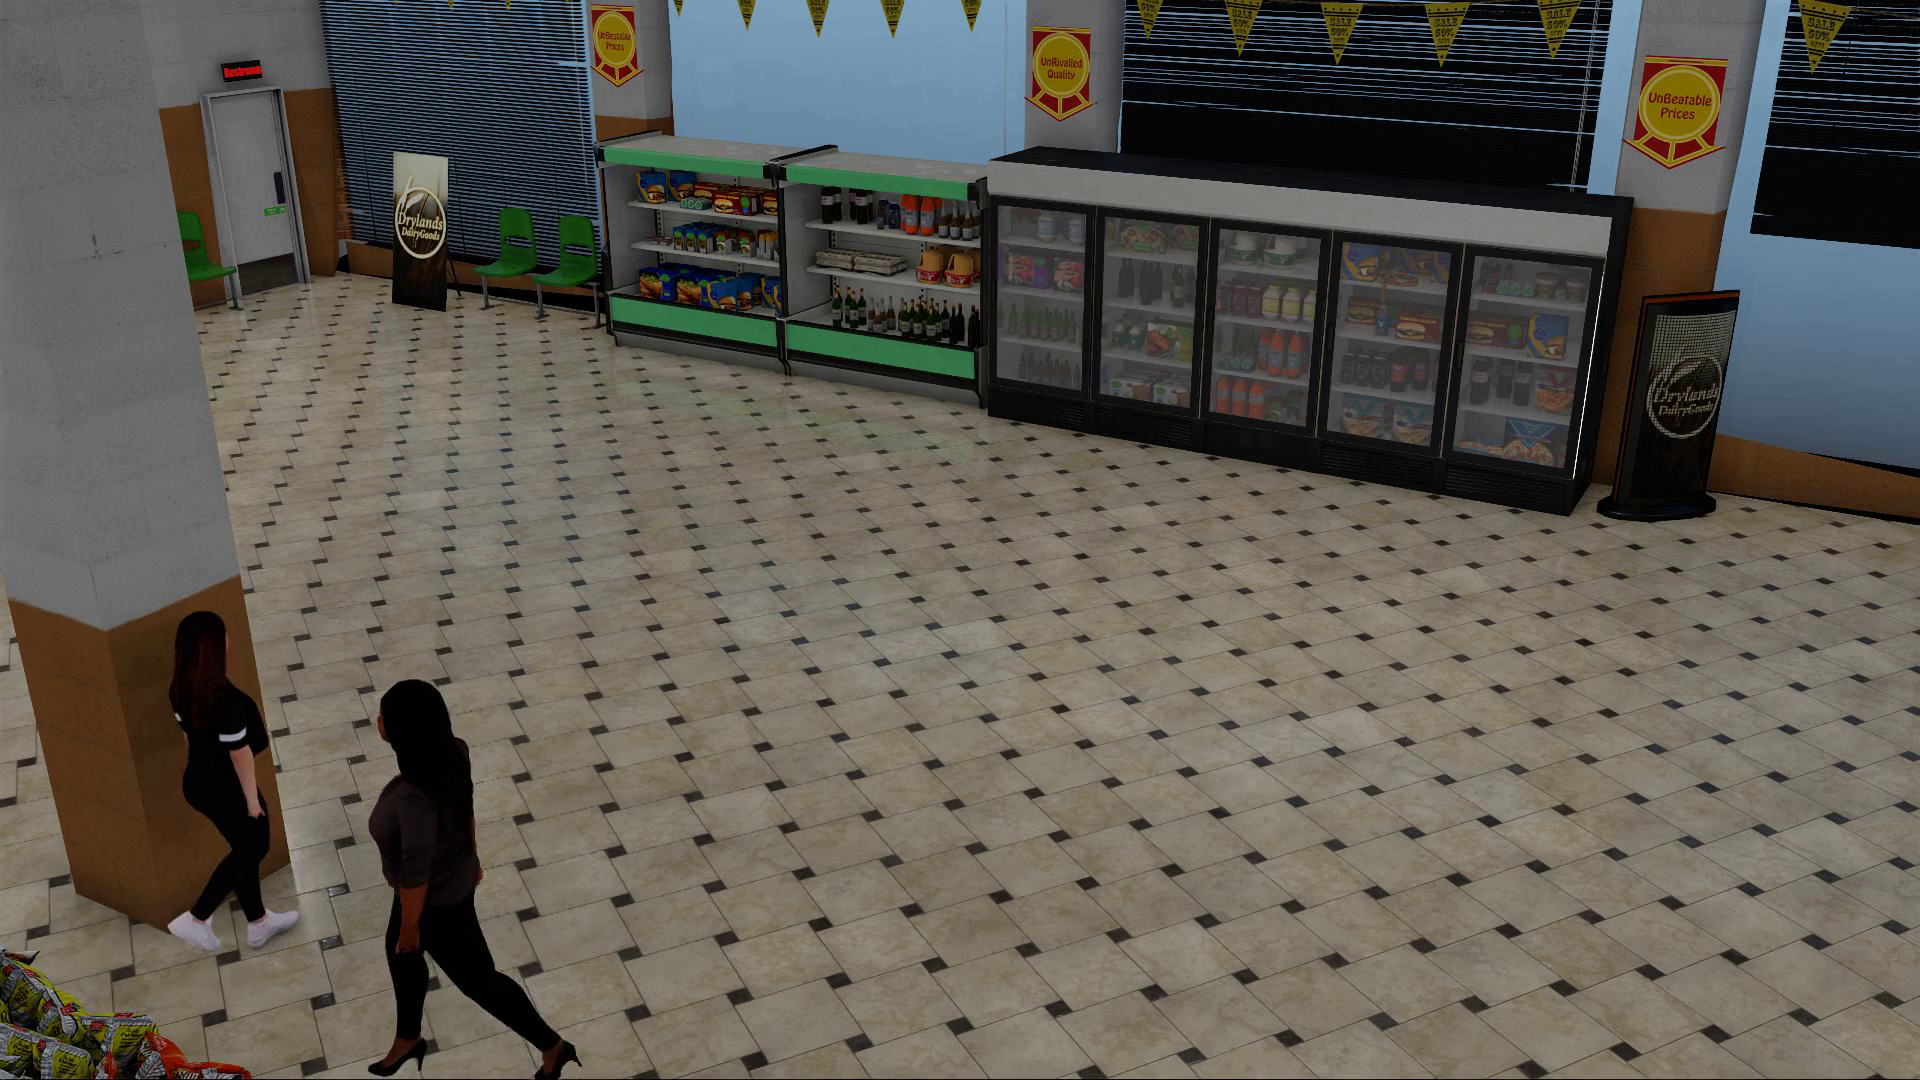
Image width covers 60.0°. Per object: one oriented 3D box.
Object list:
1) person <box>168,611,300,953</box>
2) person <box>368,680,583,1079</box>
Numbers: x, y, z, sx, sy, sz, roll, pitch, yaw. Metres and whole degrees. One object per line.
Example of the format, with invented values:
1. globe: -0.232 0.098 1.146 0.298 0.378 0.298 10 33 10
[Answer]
1. person: -3.326 1.126 7.350 0.758 1.610 0.712 16 27 34
2. person: -1.903 1.396 6.421 1.215 1.801 1.037 -1 22 -2
